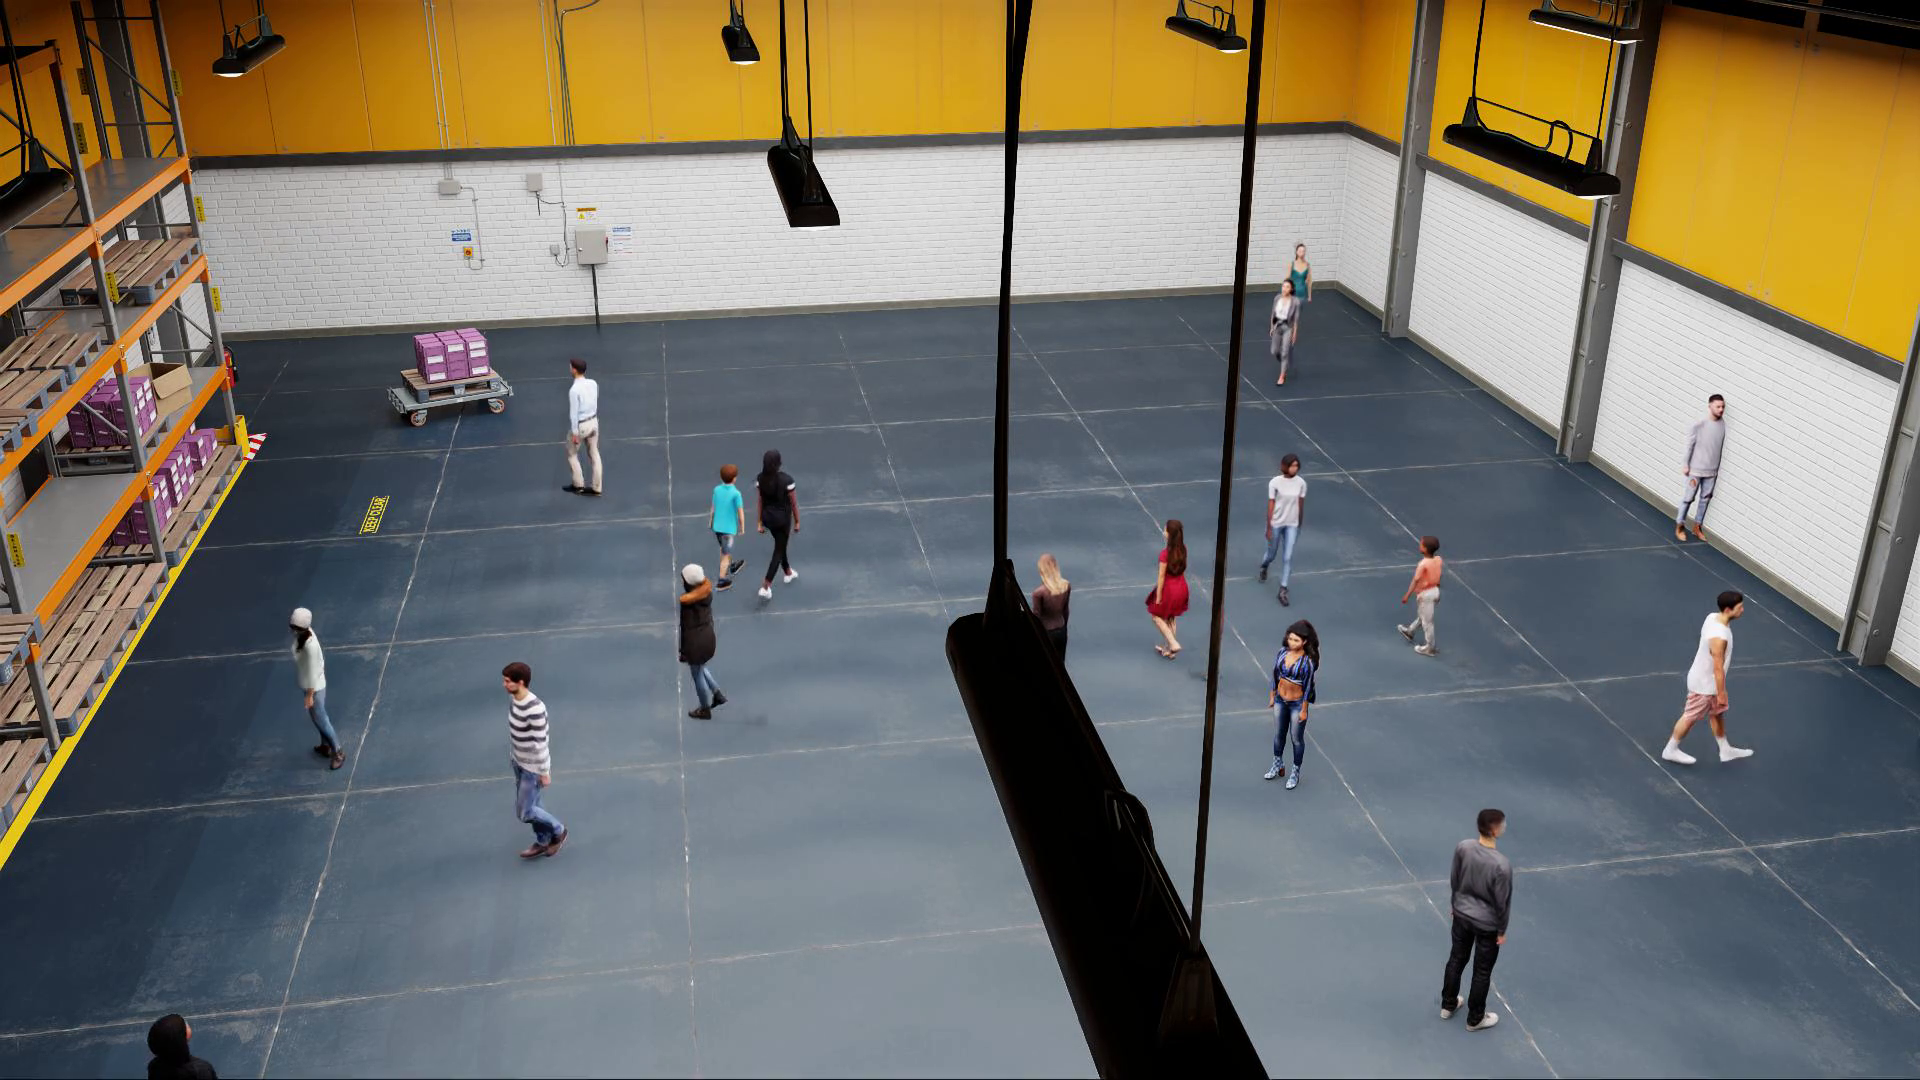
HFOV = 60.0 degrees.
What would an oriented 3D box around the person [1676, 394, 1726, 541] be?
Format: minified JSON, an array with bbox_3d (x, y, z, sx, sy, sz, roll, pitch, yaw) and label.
[{"bbox_3d":[8.952,-0.895,20.025,0.709,1.837,0.618,-1,24,-1],"label":"person"}]

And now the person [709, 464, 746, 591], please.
[{"bbox_3d":[-2.694,-0.134,18.816,0.873,1.412,0.948,14,27,28],"label":"person"}]

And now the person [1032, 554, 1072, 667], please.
[{"bbox_3d":[0.878,0.926,16.026,0.676,1.704,0.661,-16,28,-33],"label":"person"}]

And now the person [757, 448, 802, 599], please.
[{"bbox_3d":[-2.060,-0.164,18.515,1.029,1.707,1.213,10,26,22],"label":"person"}]

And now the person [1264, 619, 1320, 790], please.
[{"bbox_3d":[2.972,1.467,14.910,0.758,1.607,0.664,-21,31,-39],"label":"person"}]

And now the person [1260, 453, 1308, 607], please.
[{"bbox_3d":[3.571,-0.169,18.525,0.661,1.708,0.977,-2,24,-4],"label":"person"}]

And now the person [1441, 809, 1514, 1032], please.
[{"bbox_3d":[3.703,2.703,11.891,0.756,1.760,0.640,-19,30,-37],"label":"person"}]

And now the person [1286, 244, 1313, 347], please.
[{"bbox_3d":[5.564,-4.073,27.509,0.651,1.666,0.792,0,24,-1],"label":"person"}]

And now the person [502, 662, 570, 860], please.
[{"bbox_3d":[-3.474,1.826,13.800,0.863,1.838,0.779,-17,29,-34],"label":"person"}]

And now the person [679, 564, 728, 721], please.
[{"bbox_3d":[-2.448,0.995,15.963,0.787,1.627,0.706,6,24,14],"label":"person"}]

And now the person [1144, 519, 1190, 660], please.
[{"bbox_3d":[2.210,0.541,17.112,0.719,1.540,0.814,-18,29,-35],"label":"person"}]

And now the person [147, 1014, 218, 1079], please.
[{"bbox_3d":[-4.617,3.598,9.933,0.717,1.687,0.790,7,25,16],"label":"person"}]

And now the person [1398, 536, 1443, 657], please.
[{"bbox_3d":[4.914,0.596,17.293,0.717,1.293,0.878,-18,30,-36],"label":"person"}]

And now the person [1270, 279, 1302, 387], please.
[{"bbox_3d":[5.012,-3.200,25.508,0.803,1.668,0.863,18,30,36],"label":"person"}]

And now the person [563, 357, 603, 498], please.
[{"bbox_3d":[-4.738,-1.412,21.212,0.941,1.834,0.884,14,27,29],"label":"person"}]

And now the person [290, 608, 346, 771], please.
[{"bbox_3d":[-5.948,1.293,15.280,0.811,1.630,0.585,-5,24,-12],"label":"person"}]

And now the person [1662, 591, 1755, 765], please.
[{"bbox_3d":[6.732,1.265,15.185,1.038,1.756,1.052,9,25,20],"label":"person"}]
